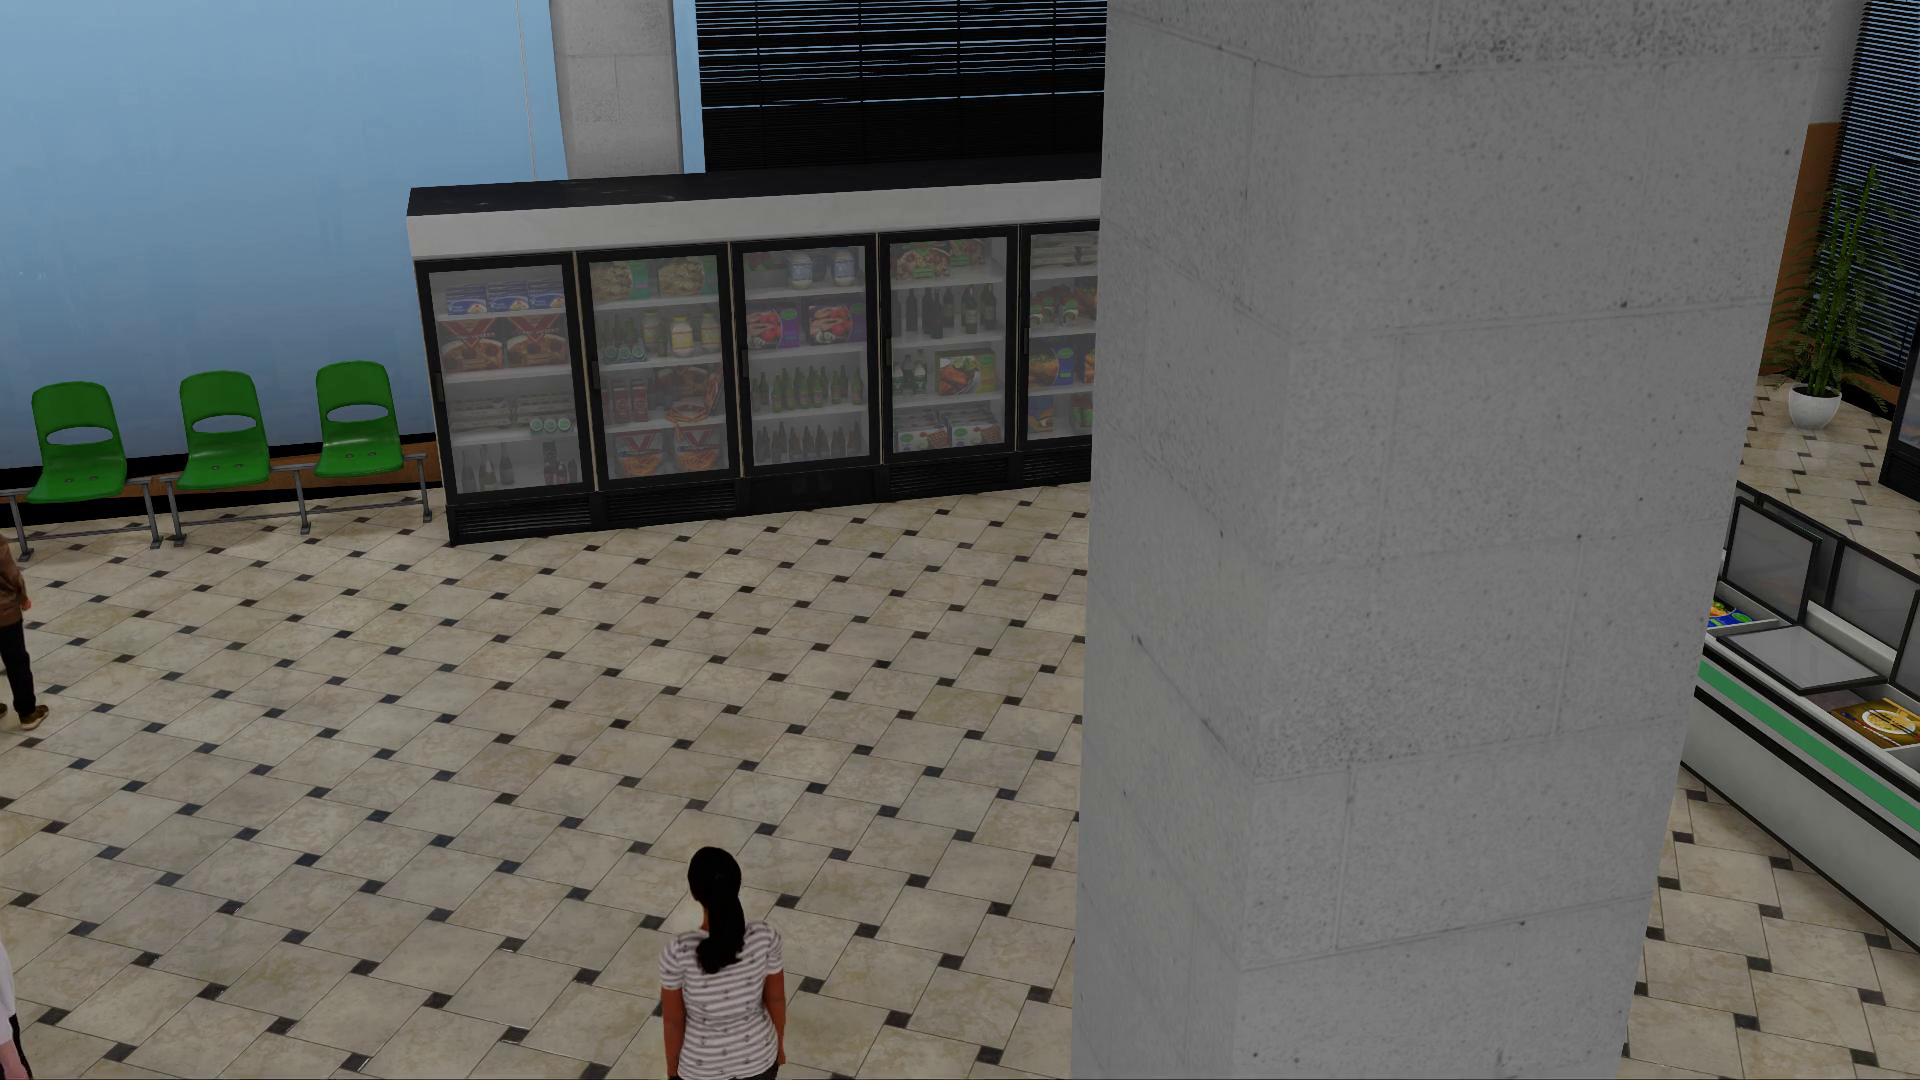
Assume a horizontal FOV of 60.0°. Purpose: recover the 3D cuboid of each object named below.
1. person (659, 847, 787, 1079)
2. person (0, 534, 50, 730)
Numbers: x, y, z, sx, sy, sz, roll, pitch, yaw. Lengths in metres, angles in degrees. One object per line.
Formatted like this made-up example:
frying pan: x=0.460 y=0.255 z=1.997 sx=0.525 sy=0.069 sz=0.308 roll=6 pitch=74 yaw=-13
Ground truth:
person: x=-0.771 y=1.760 z=5.541 sx=0.556 sy=1.636 sz=0.785 roll=-6 pitch=24 yaw=-13
person: x=-5.243 y=0.365 z=8.956 sx=0.607 sy=1.454 sz=0.642 roll=-3 pitch=24 yaw=-7
